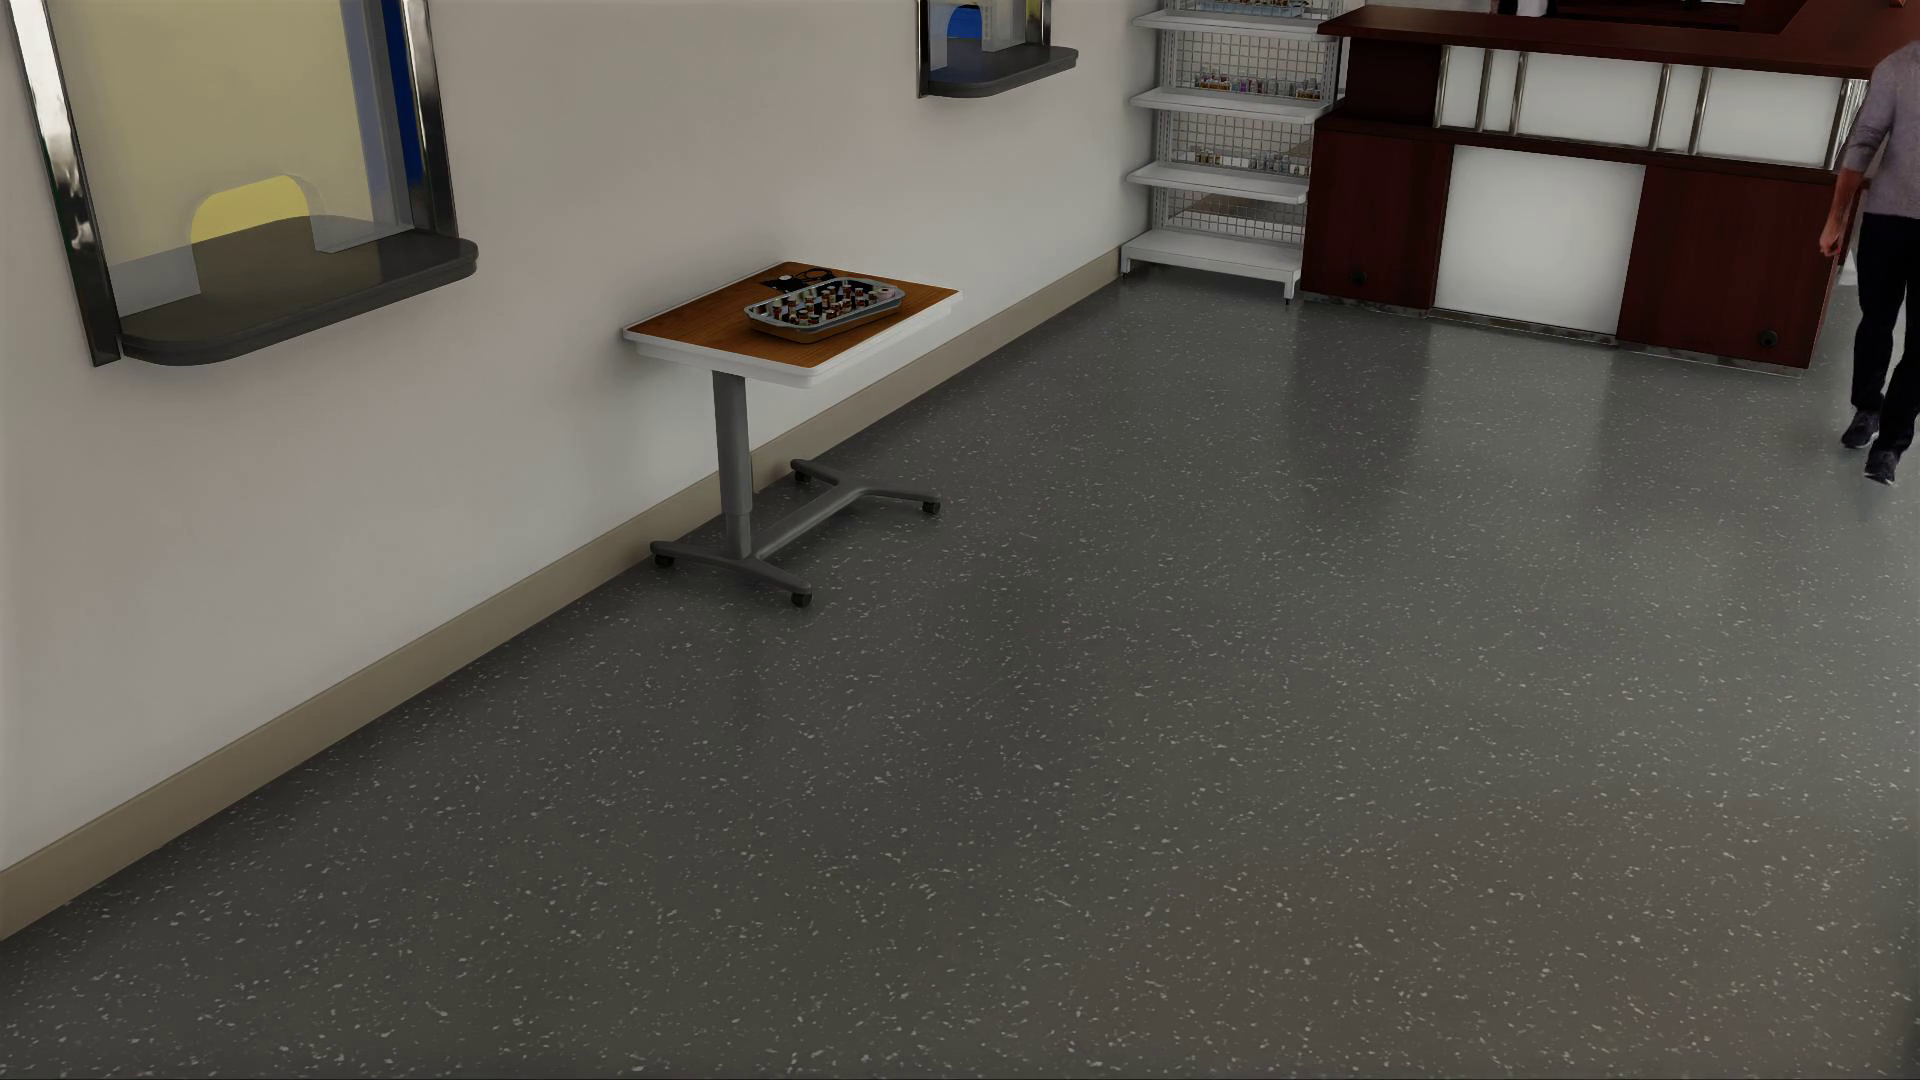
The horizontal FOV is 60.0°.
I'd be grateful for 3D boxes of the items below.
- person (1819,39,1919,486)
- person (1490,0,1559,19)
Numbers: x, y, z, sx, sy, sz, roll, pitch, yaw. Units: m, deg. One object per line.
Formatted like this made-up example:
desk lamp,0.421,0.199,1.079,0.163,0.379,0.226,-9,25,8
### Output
person,3.490,-1.154,6.022,0.989,1.815,0.831,18,31,32
person,3.424,-3.105,10.218,0.687,1.684,0.781,-2,26,-4
